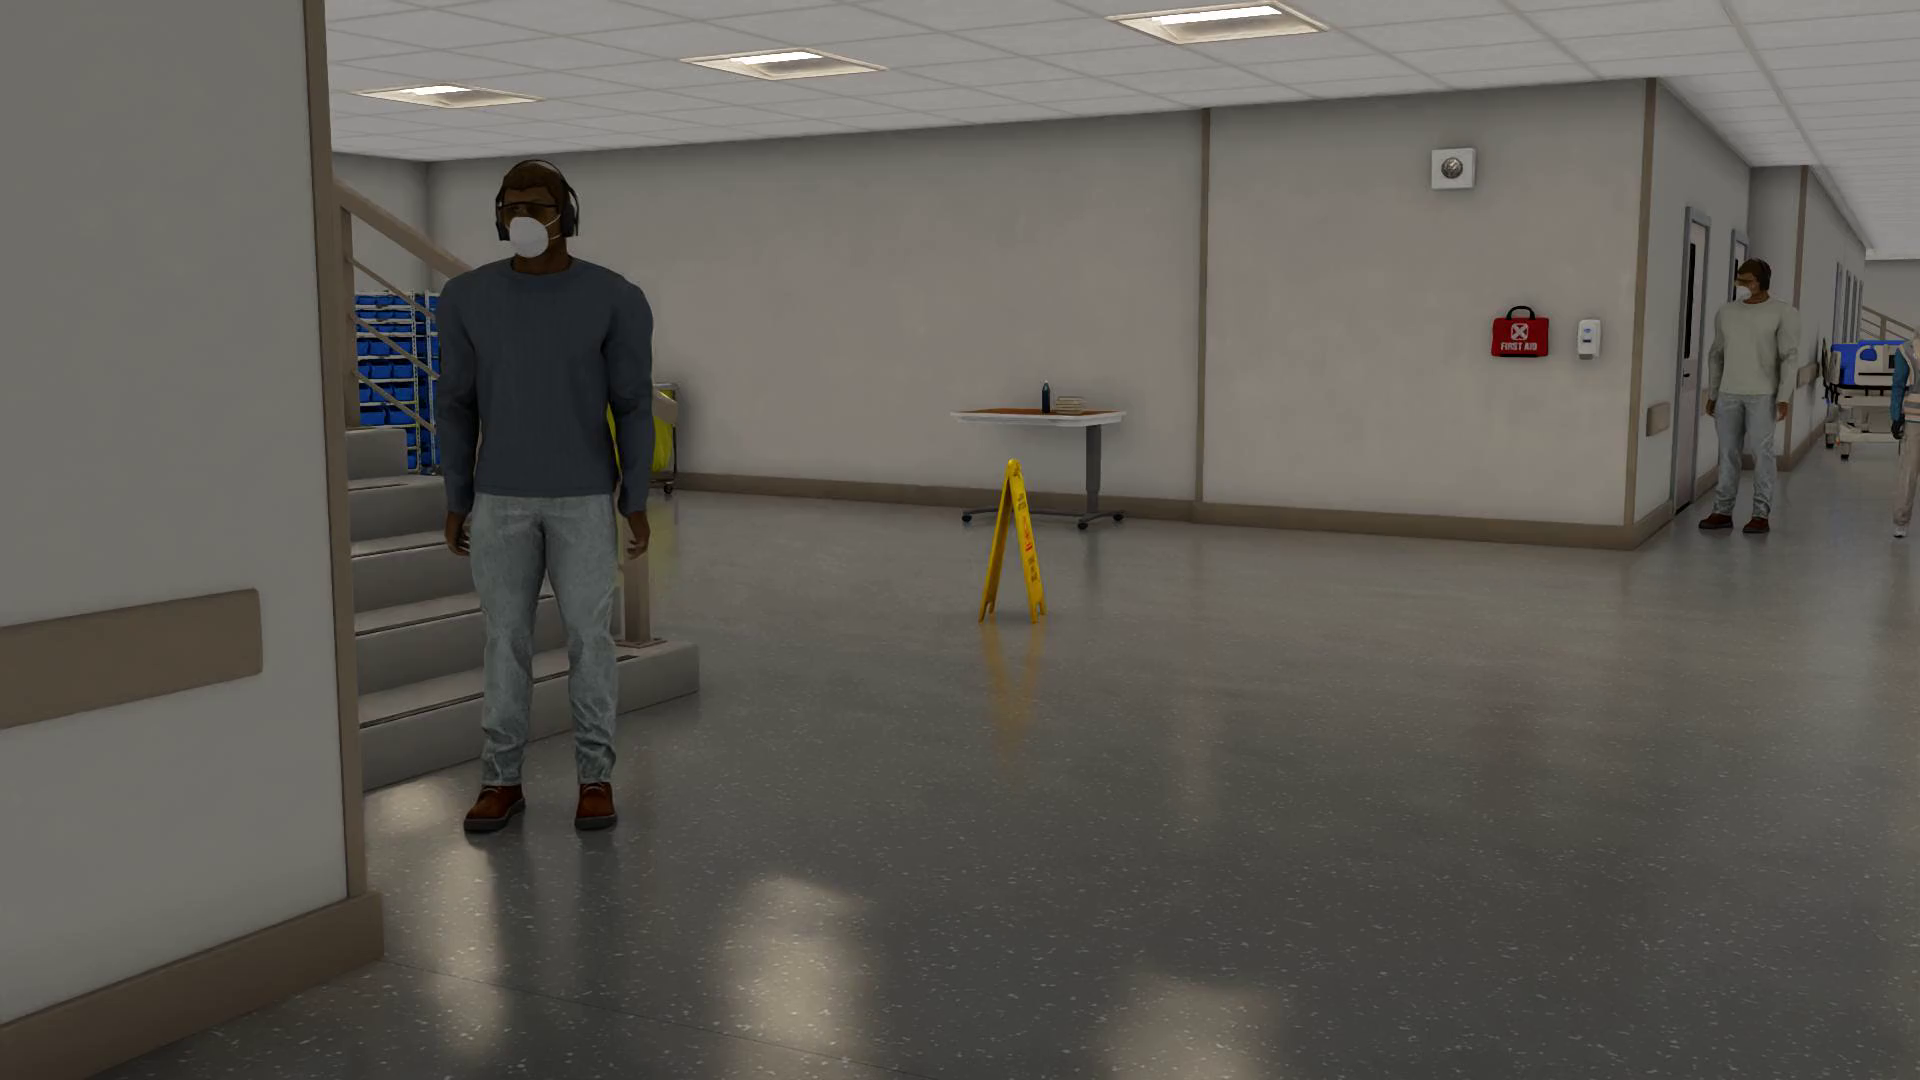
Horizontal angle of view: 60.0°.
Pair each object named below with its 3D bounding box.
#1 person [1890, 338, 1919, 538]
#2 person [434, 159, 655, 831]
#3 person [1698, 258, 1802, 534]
[{"bbox_3d":[6.651,-0.814,11.392,0.509,1.629,0.314,3,8,22],"label":"person"},{"bbox_3d":[-1.203,-0.118,4.850,0.629,1.940,0.379,0,7,-1],"label":"person"},{"bbox_3d":[5.578,-1.012,11.756,0.371,1.935,0.627,-5,9,-36],"label":"person"}]
